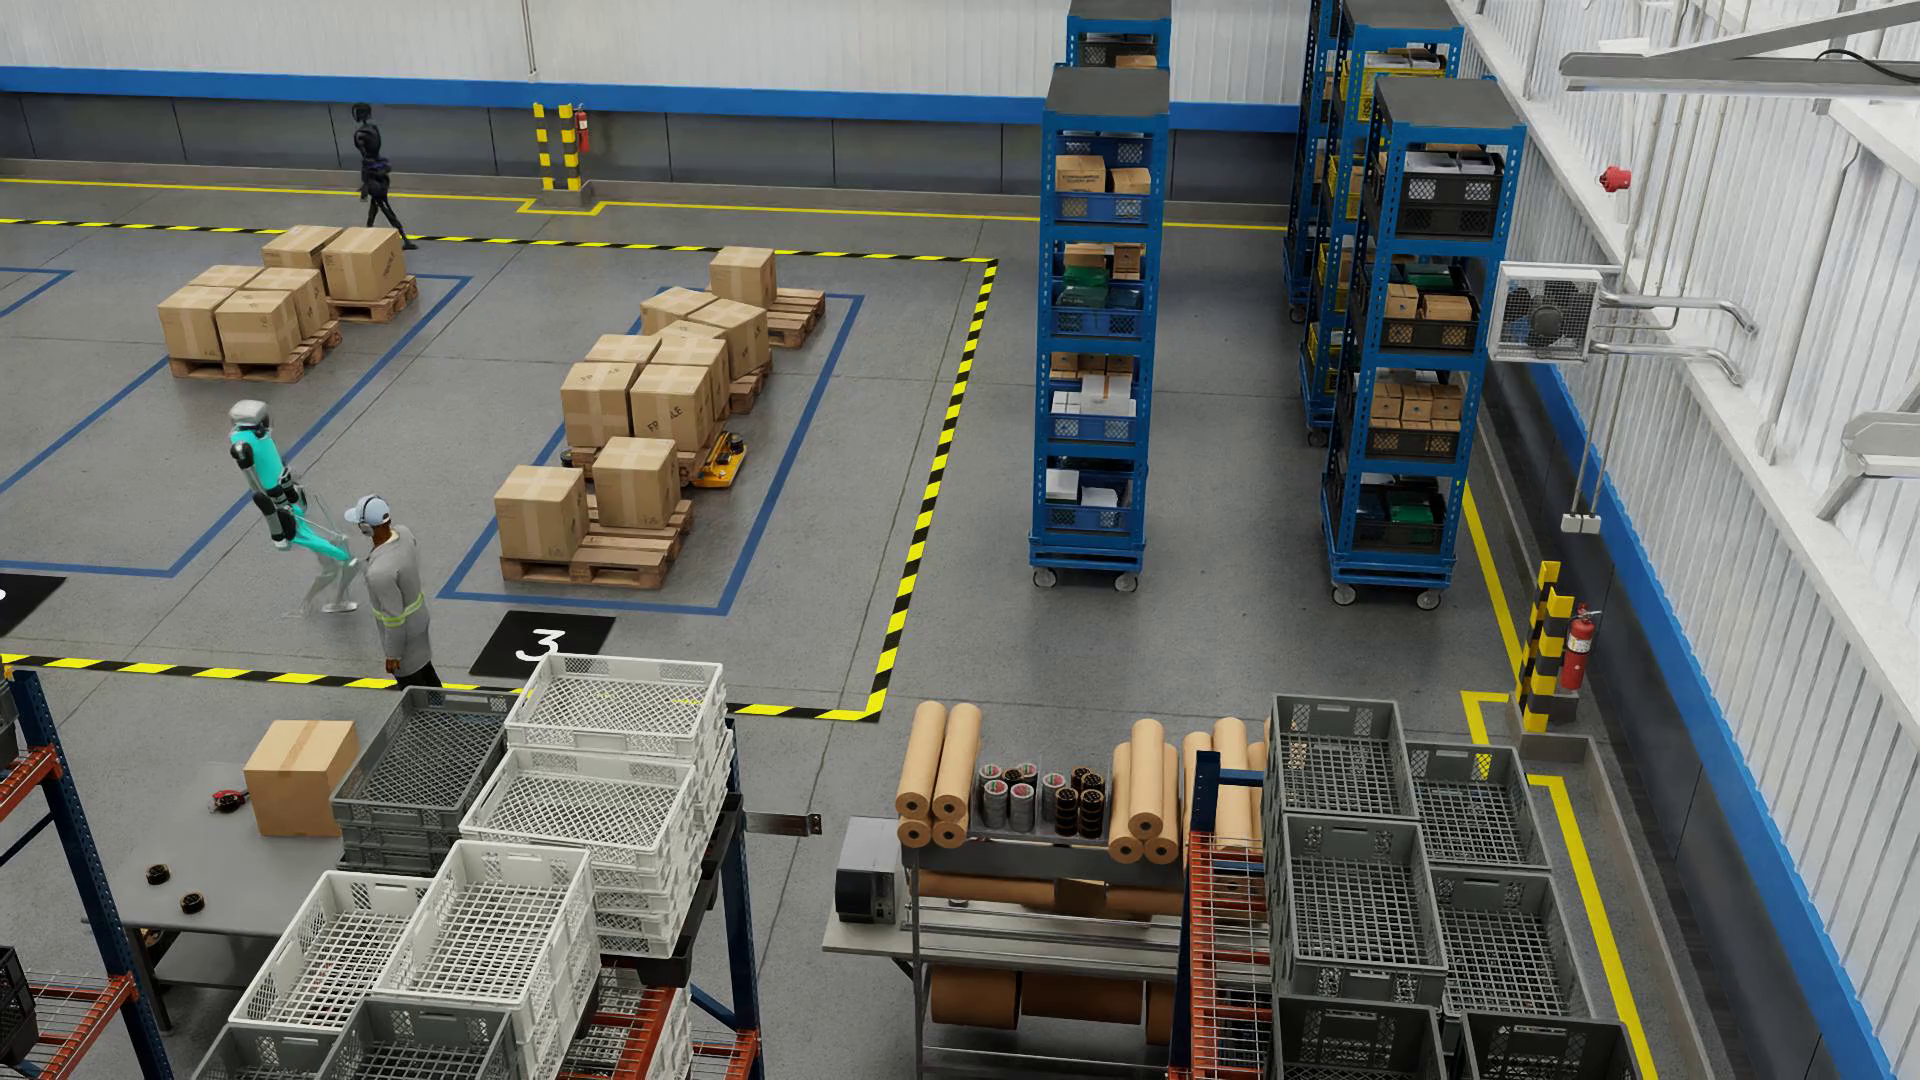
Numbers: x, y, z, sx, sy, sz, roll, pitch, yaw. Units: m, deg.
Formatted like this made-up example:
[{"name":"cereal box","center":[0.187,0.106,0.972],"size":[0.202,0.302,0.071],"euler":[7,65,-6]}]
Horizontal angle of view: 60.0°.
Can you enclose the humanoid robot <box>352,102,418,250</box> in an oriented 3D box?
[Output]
[{"name":"humanoid robot","center":[-6.405,-3.934,18.070],"size":[0.765,1.625,0.589],"euler":[-2,30,-3]}]

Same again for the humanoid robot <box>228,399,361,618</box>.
[{"name":"humanoid robot","center":[-4.476,-0.152,11.490],"size":[0.799,1.790,0.552],"euler":[-3,30,-5]}]

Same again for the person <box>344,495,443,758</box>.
[{"name":"person","center":[-3.438,0.544,10.166],"size":[0.386,1.849,0.596],"euler":[-2,30,-3]}]

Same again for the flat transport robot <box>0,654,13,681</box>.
[{"name":"flat transport robot","center":[-7.142,0.969,11.010],"size":[1.431,0.231,0.659],"euler":[3,30,6]}]

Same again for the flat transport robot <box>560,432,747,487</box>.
[{"name":"flat transport robot","center":[-2.554,-0.707,13.861],"size":[1.431,0.197,0.652],"euler":[3,30,6]}]
